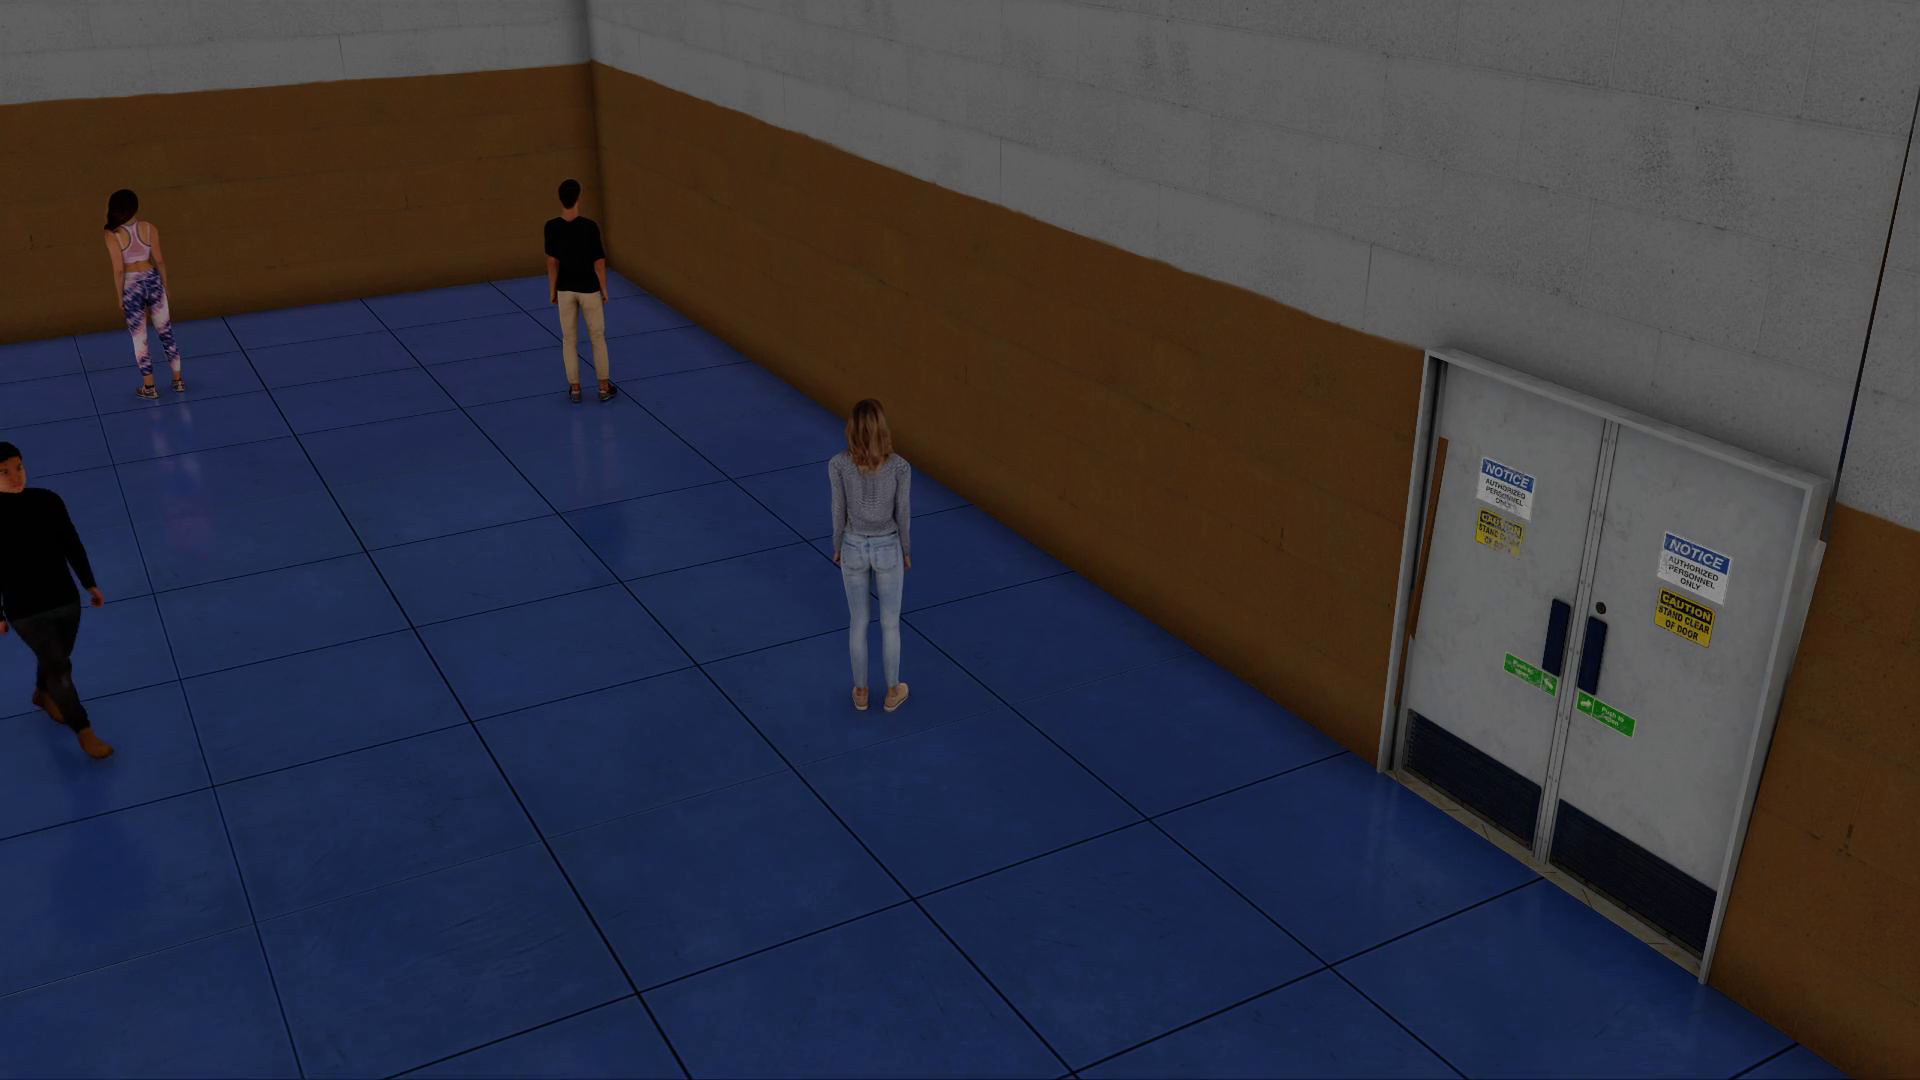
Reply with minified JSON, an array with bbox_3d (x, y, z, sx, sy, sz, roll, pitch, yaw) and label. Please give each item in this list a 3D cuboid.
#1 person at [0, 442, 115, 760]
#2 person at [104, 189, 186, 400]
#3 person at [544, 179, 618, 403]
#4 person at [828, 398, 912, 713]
[{"bbox_3d":[-4.849,0.282,8.722,1.067,1.694,1.134,13,27,27],"label":"person"},{"bbox_3d":[-6.901,-2.085,14.041,0.705,1.767,0.562,21,31,39],"label":"person"},{"bbox_3d":[-3.179,-2.073,13.867,0.644,1.859,0.775,0,24,-1],"label":"person"},{"bbox_3d":[-0.481,0.086,9.044,0.624,1.795,0.721,2,24,4],"label":"person"}]
